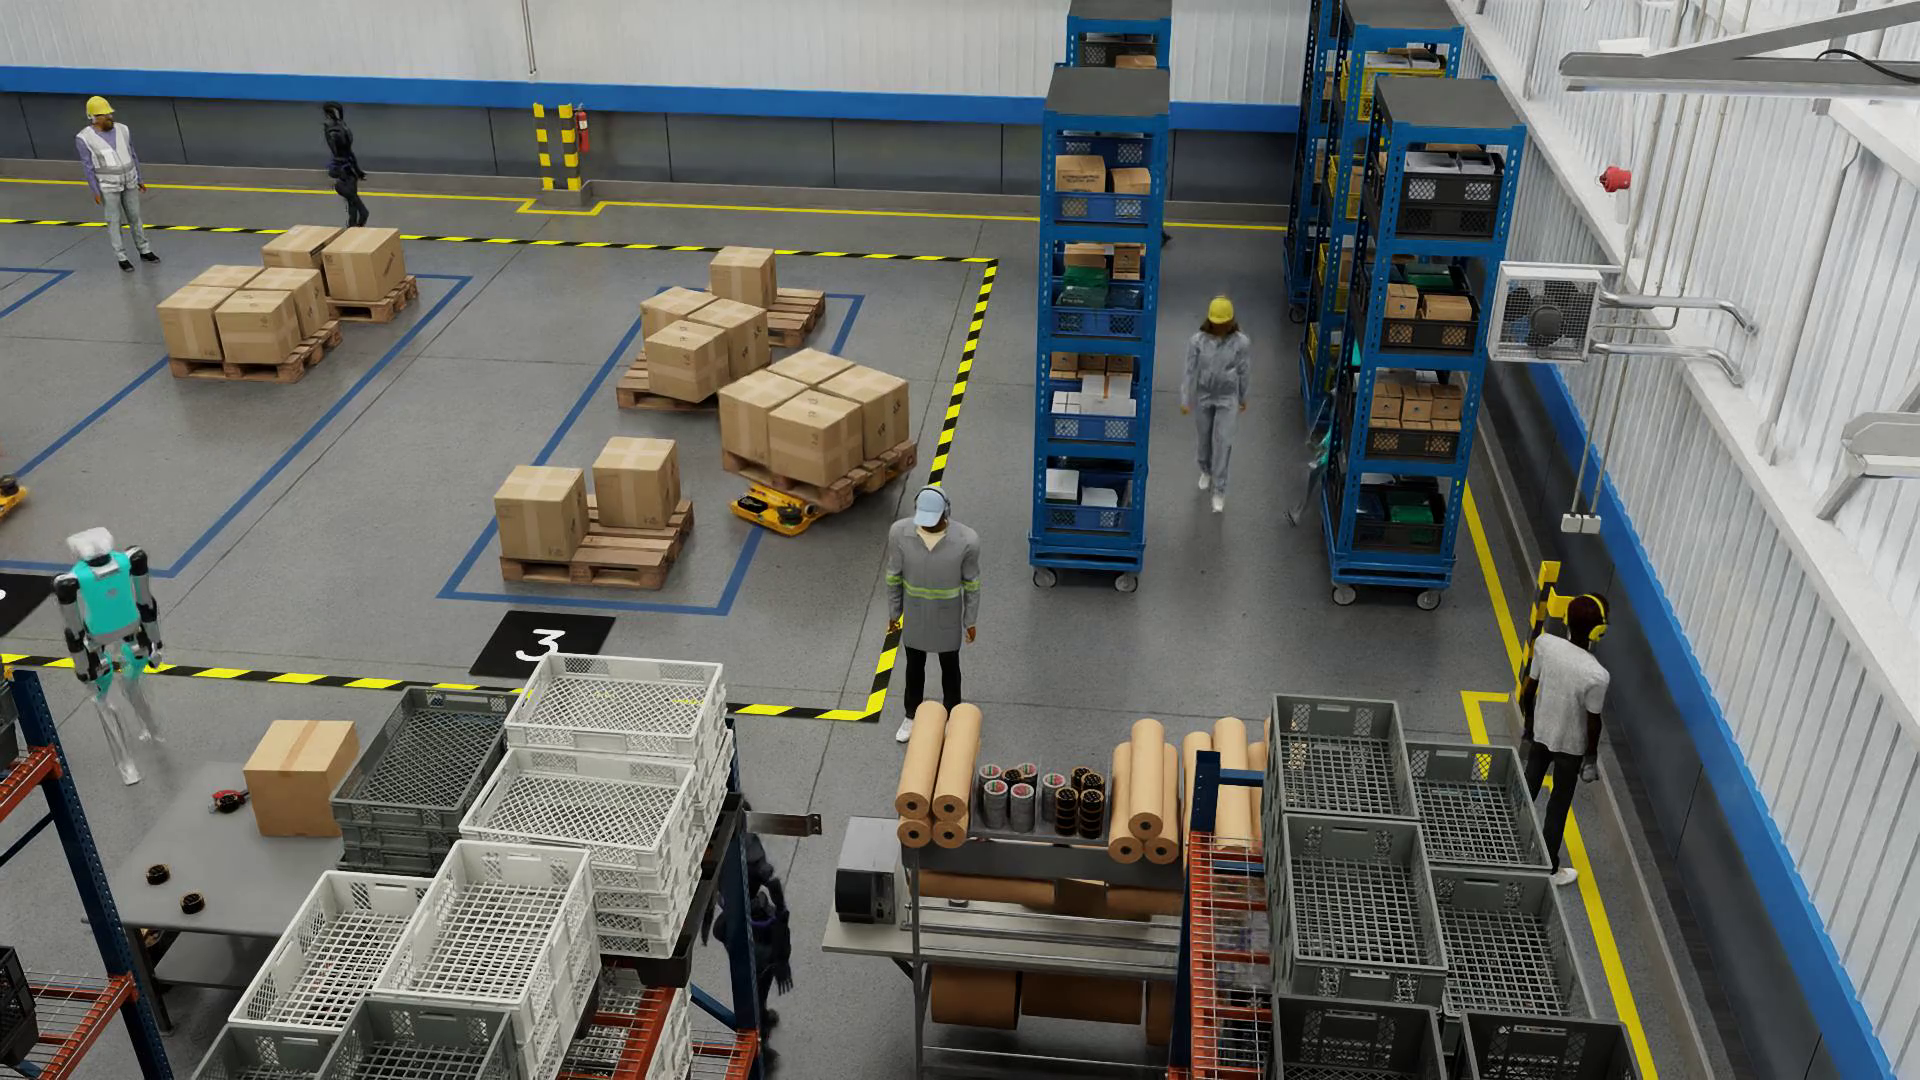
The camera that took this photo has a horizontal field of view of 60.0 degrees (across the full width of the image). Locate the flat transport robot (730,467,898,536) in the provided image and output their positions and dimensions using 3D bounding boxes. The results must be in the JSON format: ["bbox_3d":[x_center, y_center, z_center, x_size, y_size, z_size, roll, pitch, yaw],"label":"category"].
[{"bbox_3d":[-1.137,-0.488,13.483,0.652,0.197,1.431,21,36,31],"label":"flat transport robot"}]

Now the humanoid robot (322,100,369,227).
[{"bbox_3d":[-6.648,-3.966,18.086,0.423,1.651,0.599,-2,30,-4],"label":"humanoid robot"}]

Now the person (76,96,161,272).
[{"bbox_3d":[-8.915,-3.775,17.598,0.404,1.837,0.590,19,35,30],"label":"person"}]

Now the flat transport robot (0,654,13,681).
[{"bbox_3d":[-7.142,0.969,11.010,1.431,0.231,0.659,3,30,6],"label":"flat transport robot"}]

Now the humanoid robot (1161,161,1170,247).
[{"bbox_3d":[2.096,-4.062,18.249,0.398,1.636,0.609,-17,34,-26],"label":"humanoid robot"}]

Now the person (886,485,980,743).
[{"bbox_3d":[-0.174,0.467,10.302,0.587,1.848,0.396,5,31,8],"label":"person"}]

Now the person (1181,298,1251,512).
[{"bbox_3d":[1.988,-1.072,13.073,0.513,1.704,0.831,6,31,10],"label":"person"}]

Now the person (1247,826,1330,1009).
[{"bbox_3d":[1.421,2.052,7.407,0.631,2.022,0.619,-8,31,-14],"label":"person"}]

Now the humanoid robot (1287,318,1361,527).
[{"bbox_3d":[2.829,-0.926,12.849,0.913,1.816,0.531,-14,33,-23],"label":"humanoid robot"}]

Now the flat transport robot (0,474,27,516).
[{"bbox_3d":[-8.289,-0.324,13.202,1.431,0.197,0.652,3,30,6],"label":"flat transport robot"}]

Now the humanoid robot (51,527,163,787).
[{"bbox_3d":[-5.201,0.655,10.115,0.809,1.797,0.536,23,37,34],"label":"humanoid robot"}]

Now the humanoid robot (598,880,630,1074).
[{"bbox_3d":[-1.755,1.994,7.843,0.353,1.642,0.610,-20,35,-30],"label":"humanoid robot"}]

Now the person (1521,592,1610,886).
[{"bbox_3d":[3.321,1.108,9.185,0.329,1.865,0.506,-18,35,-28],"label":"person"}]

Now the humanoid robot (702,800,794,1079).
[{"bbox_3d":[-1.018,1.887,8.034,0.608,1.649,0.408,21,36,32],"label":"humanoid robot"}]

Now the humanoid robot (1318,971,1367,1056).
[{"bbox_3d":[1.566,2.385,7.184,0.409,1.653,0.598,23,37,34],"label":"humanoid robot"}]
